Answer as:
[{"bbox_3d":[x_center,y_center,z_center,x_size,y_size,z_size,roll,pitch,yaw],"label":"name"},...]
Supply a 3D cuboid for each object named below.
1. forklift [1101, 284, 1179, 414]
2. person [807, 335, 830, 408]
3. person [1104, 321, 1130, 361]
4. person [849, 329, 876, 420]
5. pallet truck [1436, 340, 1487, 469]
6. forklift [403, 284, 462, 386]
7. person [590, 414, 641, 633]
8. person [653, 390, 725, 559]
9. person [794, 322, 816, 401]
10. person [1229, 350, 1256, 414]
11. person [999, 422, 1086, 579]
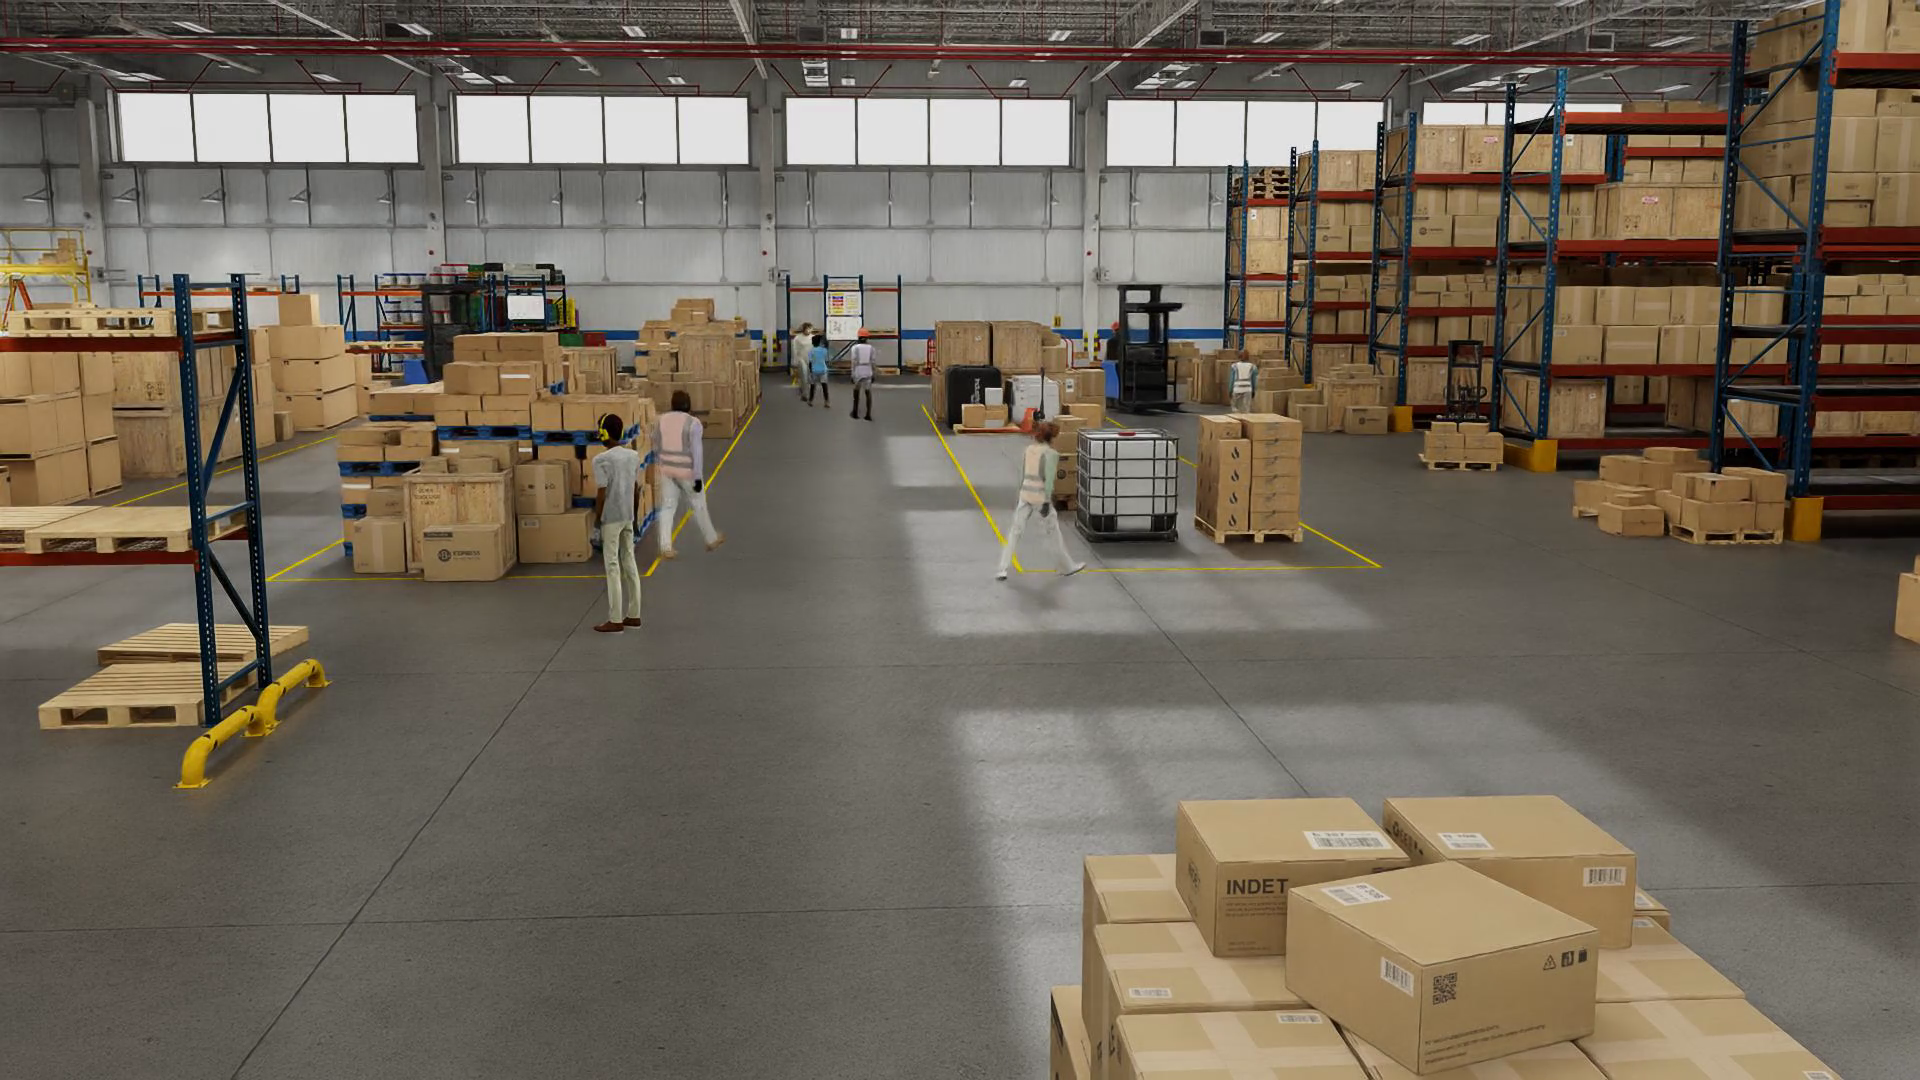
[{"bbox_3d":[3.939,-4.255,36.745,1.129,2.768,1.873,-3,10,-20],"label":"forklift"},{"bbox_3d":[-3.240,-3.856,38.104,0.535,1.652,0.908,-5,10,-28],"label":"person"},{"bbox_3d":[3.626,-4.032,38.195,0.634,1.971,0.743,-4,10,-23],"label":"person"},{"bbox_3d":[-2.058,-3.474,34.920,0.573,1.891,0.929,-3,10,-21],"label":"person"},{"bbox_3d":[8.004,-2.170,26.422,0.823,1.965,1.885,2,9,14],"label":"pallet truck"},{"bbox_3d":[-11.902,-4.493,38.244,1.873,2.768,1.129,7,12,39],"label":"forklift"},{"bbox_3d":[-2.921,-0.140,14.094,0.328,1.865,0.508,6,11,34],"label":"person"},{"bbox_3d":[-2.967,-0.714,17.938,0.640,1.784,0.963,4,10,24],"label":"person"},{"bbox_3d":[-3.721,-4.288,39.978,0.632,1.920,0.499,-6,11,-31],"label":"person"},{"bbox_3d":[5.370,-2.823,31.719,0.536,1.598,0.834,-1,9,-4],"label":"person"},{"bbox_3d":[0.764,-0.389,16.552,0.913,1.574,0.567,-8,12,-40],"label":"person"}]
